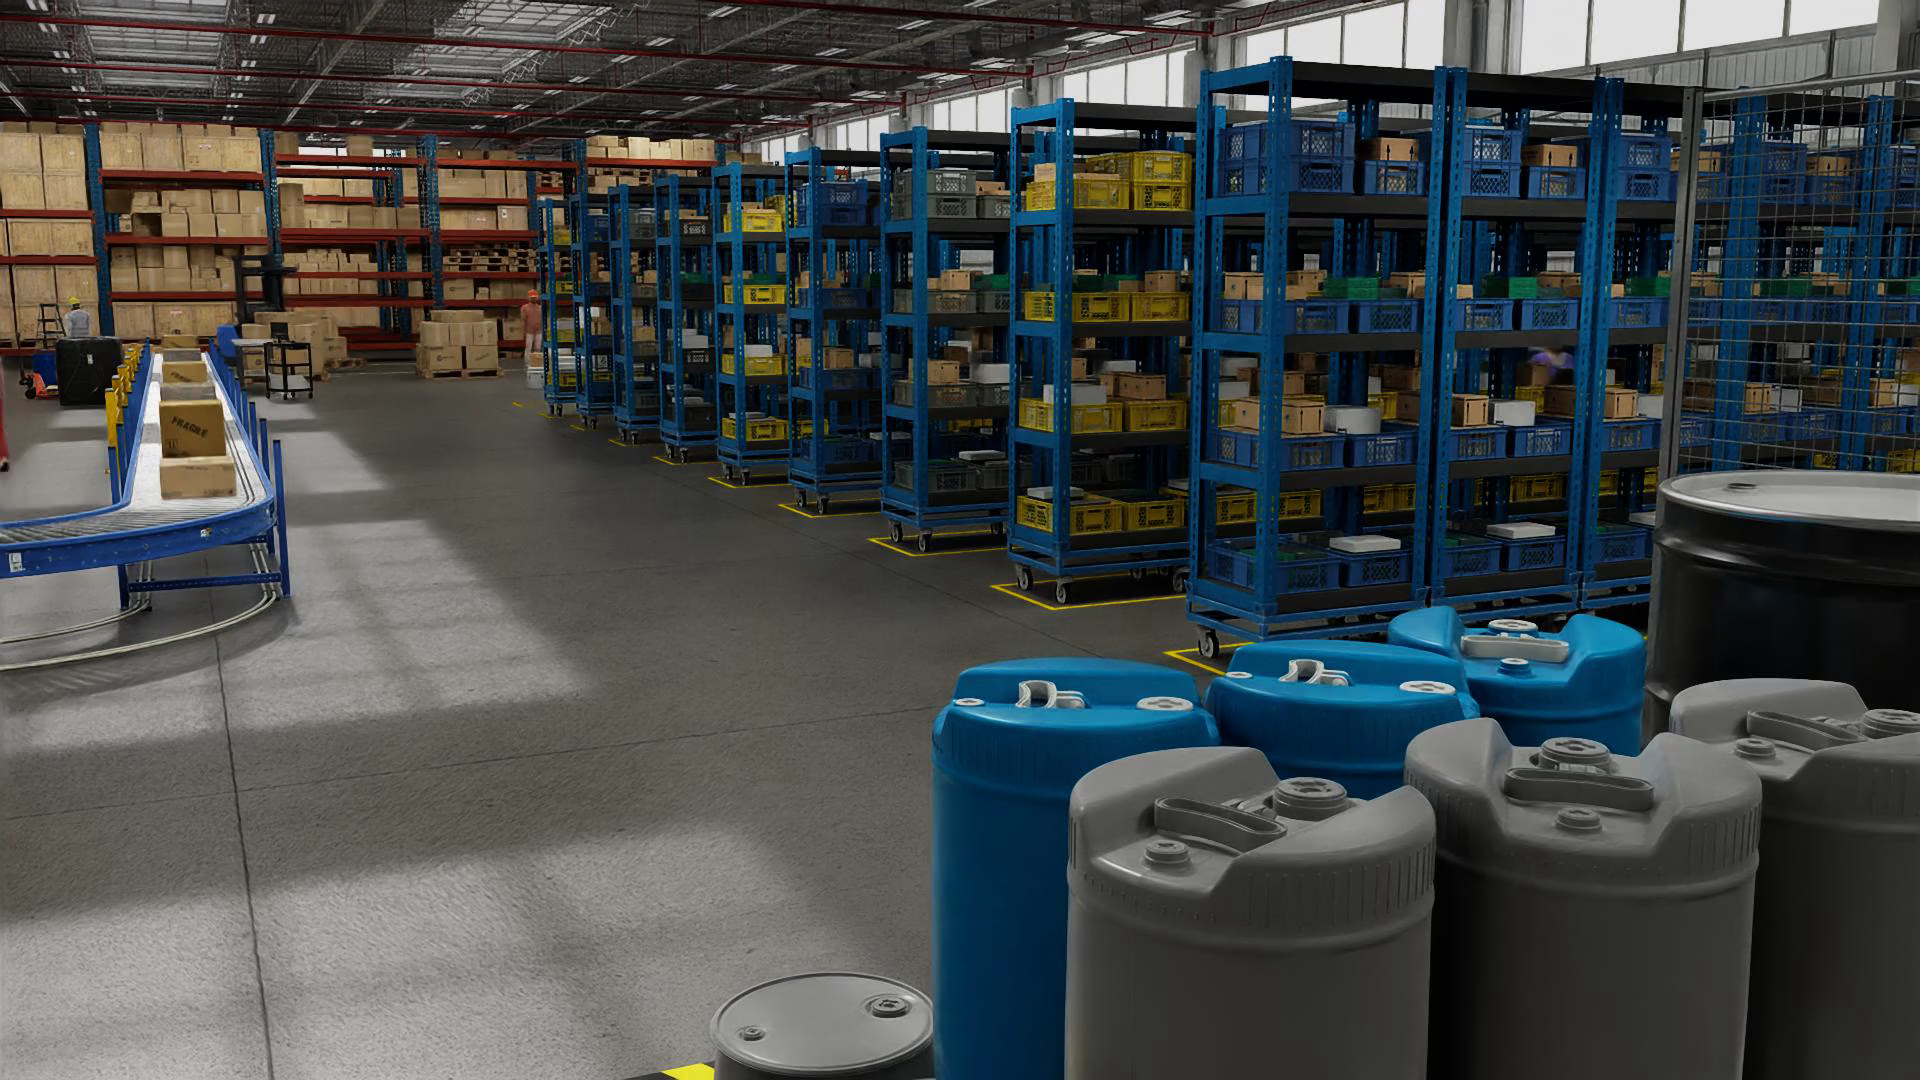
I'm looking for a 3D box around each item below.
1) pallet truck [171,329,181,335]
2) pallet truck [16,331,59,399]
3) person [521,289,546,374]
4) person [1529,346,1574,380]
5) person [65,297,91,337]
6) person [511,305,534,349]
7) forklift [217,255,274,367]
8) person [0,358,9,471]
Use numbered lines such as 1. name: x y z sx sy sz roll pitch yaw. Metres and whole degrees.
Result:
1. pallet truck: -17.275 -3.851 35.096 1.601 1.201 0.680 0 9 1
2. pallet truck: -17.082 -3.353 31.781 1.630 1.274 0.653 -4 10 -25
3. person: -10.098 -4.924 39.375 0.379 1.996 0.609 9 13 44
4. person: 6.591 -1.443 18.372 0.594 1.792 0.950 -3 10 -19
5. person: -20.232 -4.646 38.156 0.404 1.832 0.589 5 10 29
6. person: -13.434 -6.711 51.048 0.868 1.796 0.614 -5 11 -30
7. forklift: -17.467 -5.658 41.194 1.873 2.768 1.129 6 11 33
8. person: -11.834 -1.690 20.175 0.509 1.718 0.923 -7 12 -38
